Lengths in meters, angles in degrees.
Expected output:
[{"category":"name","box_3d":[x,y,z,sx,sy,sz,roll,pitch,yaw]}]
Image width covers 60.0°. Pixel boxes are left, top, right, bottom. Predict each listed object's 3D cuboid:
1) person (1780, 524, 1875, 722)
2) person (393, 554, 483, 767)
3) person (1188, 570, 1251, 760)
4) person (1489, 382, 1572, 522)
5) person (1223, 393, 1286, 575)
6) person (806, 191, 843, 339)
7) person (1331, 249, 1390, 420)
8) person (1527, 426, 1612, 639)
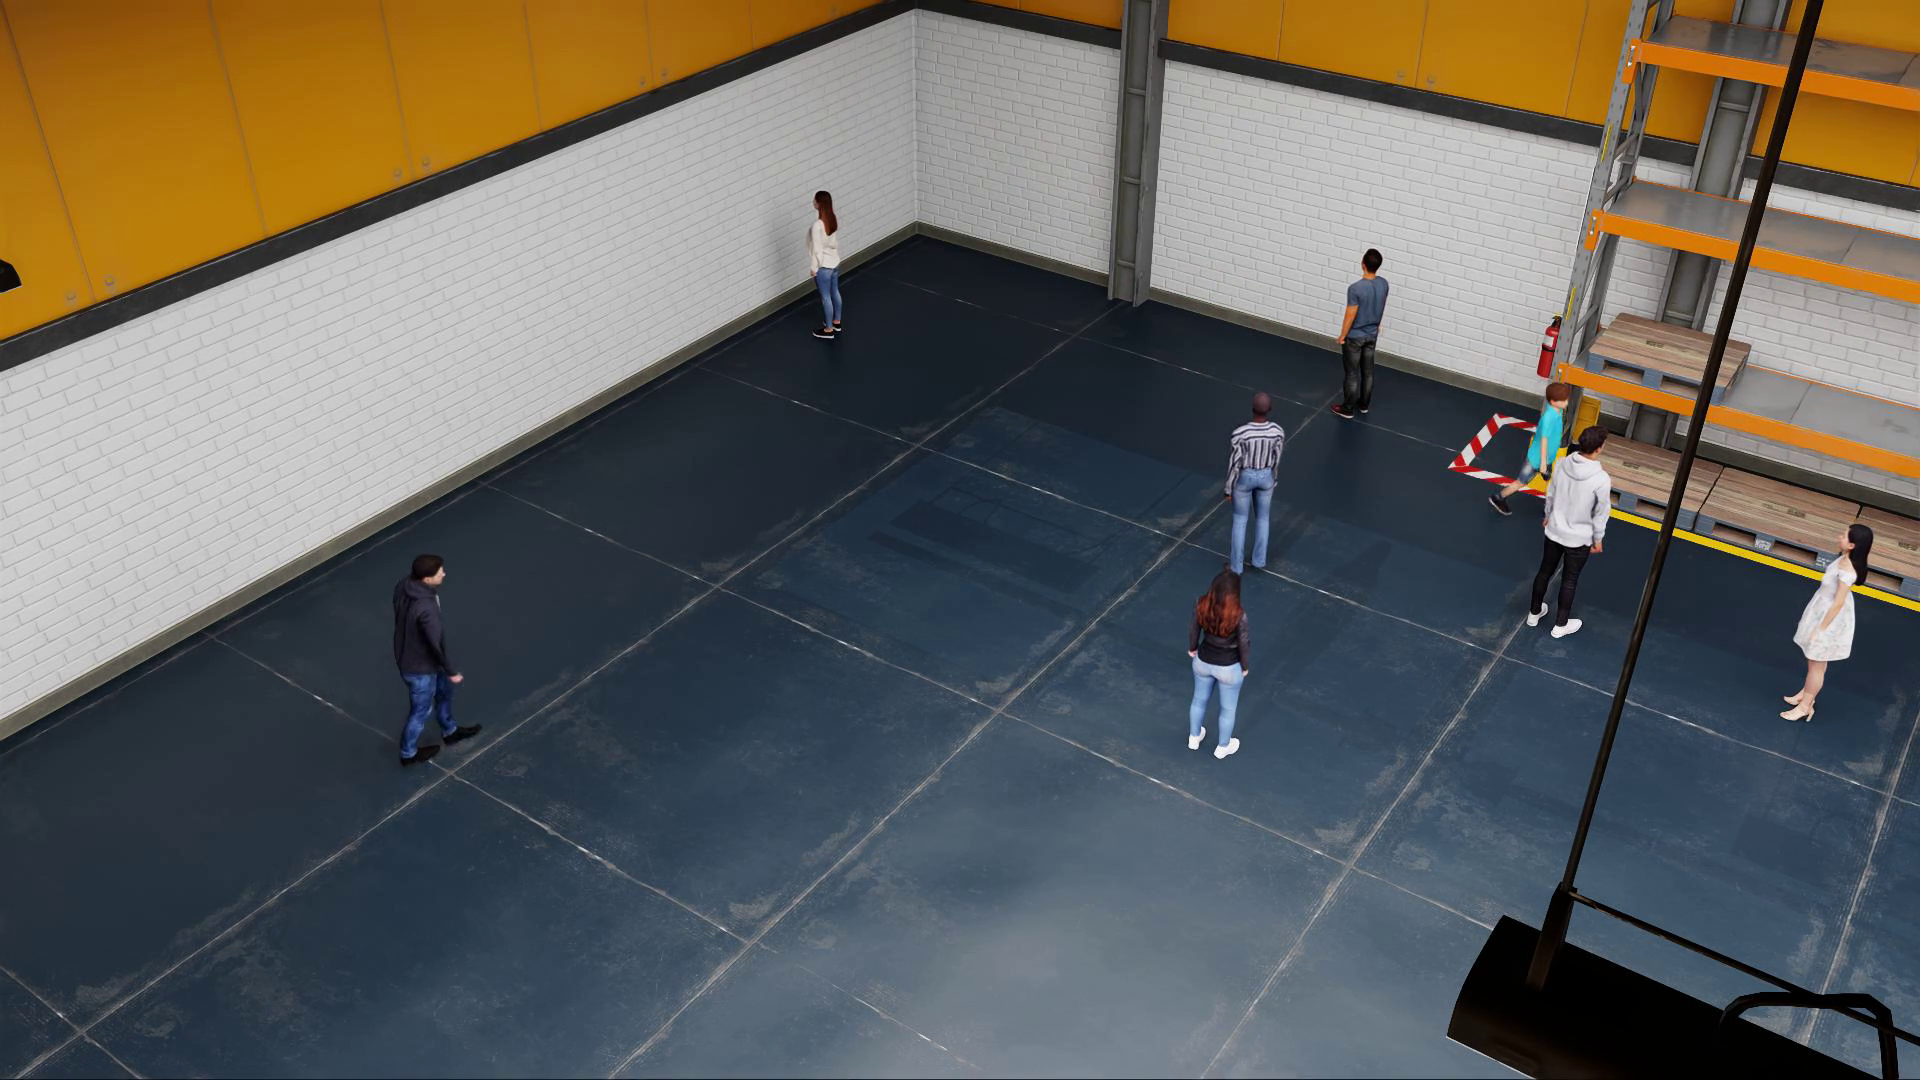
[{"category":"person","box_3d":[6.637,0.631,12.725,0.627,1.775,0.643,20,38,27]},{"category":"person","box_3d":[-4.047,0.921,12.241,0.956,1.828,0.947,-25,41,-33]},{"category":"person","box_3d":[1.934,0.914,12.426,0.496,1.635,0.698,19,38,27]},{"category":"person","box_3d":[5.252,-0.808,15.211,0.957,1.420,0.546,24,40,31]},{"category":"person","box_3d":[2.534,-0.472,14.365,0.689,1.796,0.741,-7,34,-10]},{"category":"person","box_3d":[-1.475,-3.046,18.332,0.593,1.692,0.646,15,36,21]},{"category":"person","box_3d":[4.059,-2.085,16.780,0.734,1.810,0.717,-15,37,-22]},{"category":"person","box_3d":[5.009,-0.083,13.660,0.793,1.929,0.597,-27,42,-35]}]
